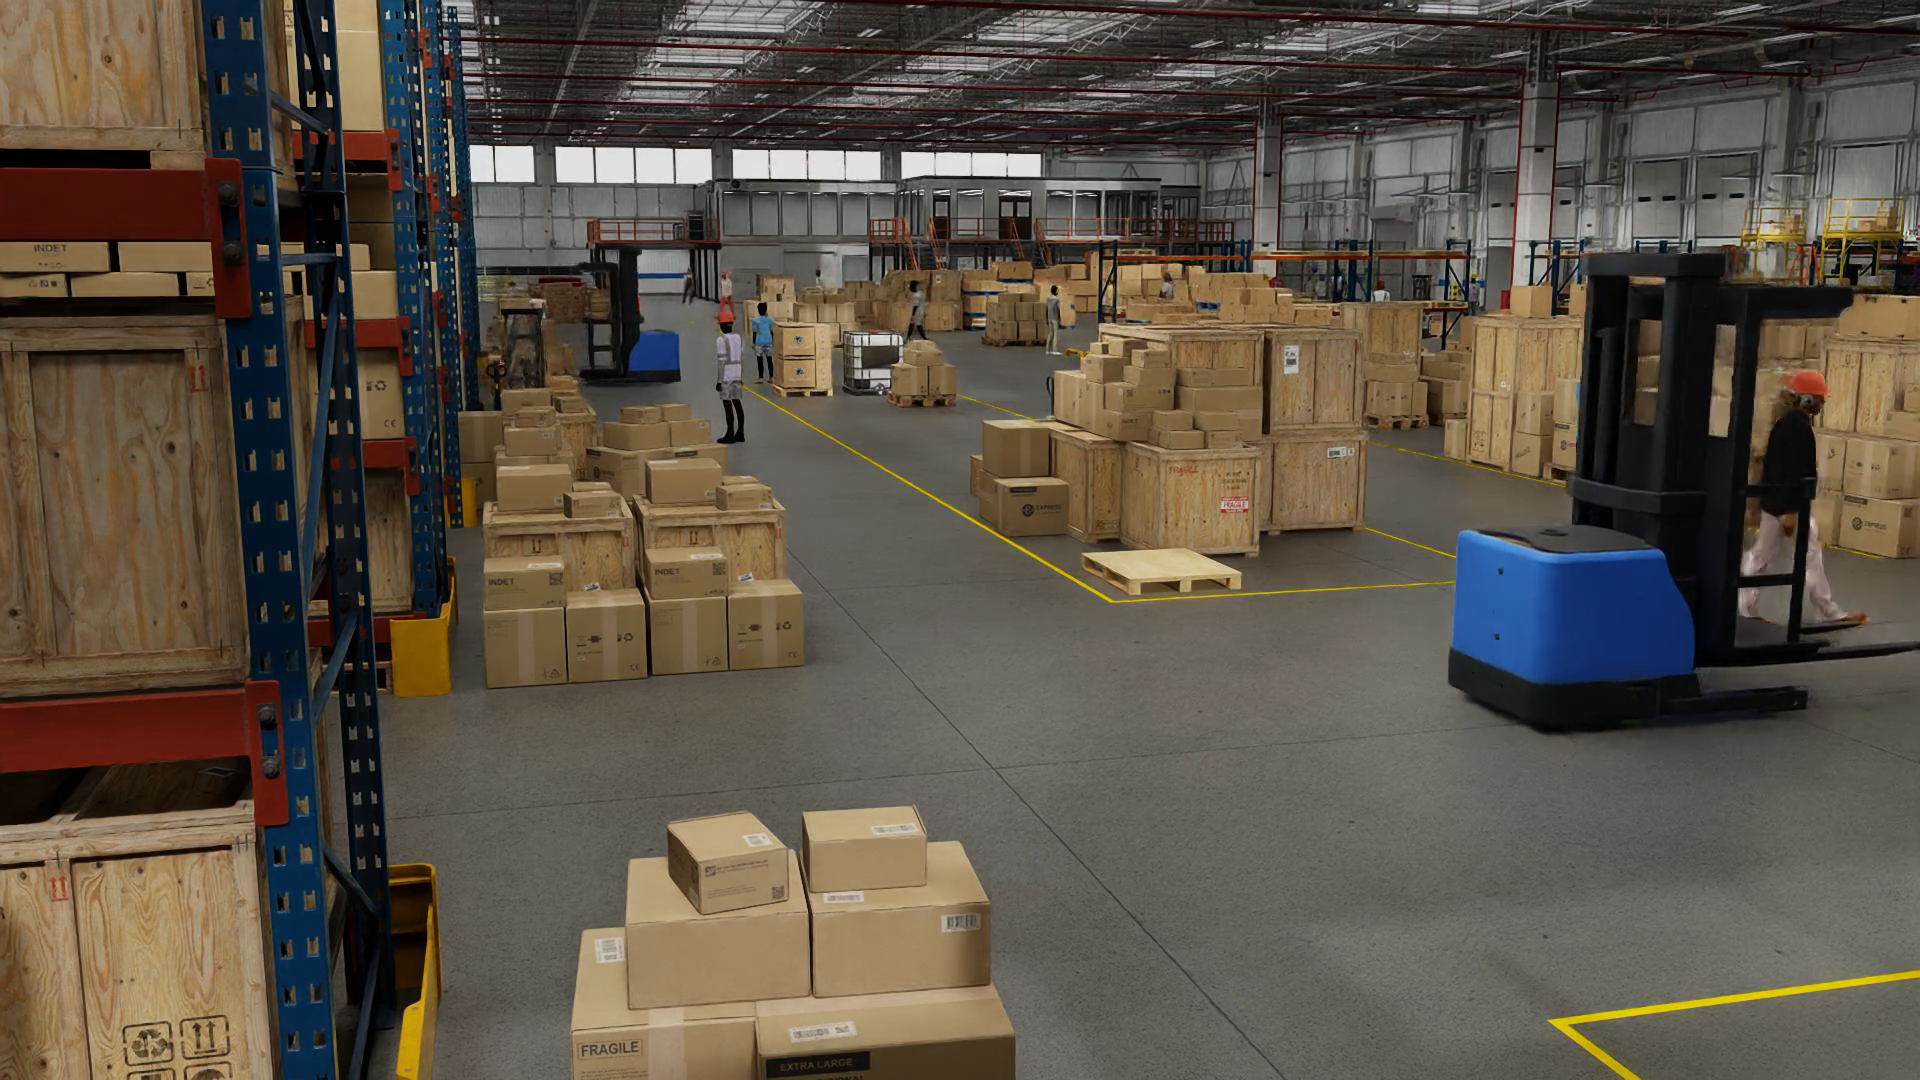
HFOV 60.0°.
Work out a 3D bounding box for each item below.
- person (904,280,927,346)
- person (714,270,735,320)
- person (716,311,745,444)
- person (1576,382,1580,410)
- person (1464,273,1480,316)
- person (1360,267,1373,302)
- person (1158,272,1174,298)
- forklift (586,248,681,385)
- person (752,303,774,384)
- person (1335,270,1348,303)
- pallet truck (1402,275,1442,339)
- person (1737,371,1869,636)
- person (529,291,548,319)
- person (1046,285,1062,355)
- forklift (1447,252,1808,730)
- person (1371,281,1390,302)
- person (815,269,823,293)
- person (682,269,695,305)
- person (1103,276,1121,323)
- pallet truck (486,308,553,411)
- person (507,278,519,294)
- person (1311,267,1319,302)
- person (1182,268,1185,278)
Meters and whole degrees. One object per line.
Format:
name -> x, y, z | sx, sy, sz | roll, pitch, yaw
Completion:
person -> -1.338, -6.491, 47.685 | 0.922, 1.902, 0.686 | -2, 10, -12
person -> -9.103, -9.476, 64.492 | 0.644, 1.937, 1.012 | 8, 13, 38
person -> -3.384, -2.376, 24.301 | 0.373, 1.933, 0.549 | 6, 12, 32
person -> 6.572, -1.047, 17.043 | 0.633, 1.841, 0.429 | -7, 12, -34
person -> 18.363, -8.598, 59.599 | 0.583, 1.918, 0.404 | -1, 10, -8
person -> 20.184, -12.625, 82.637 | 0.640, 1.830, 0.610 | -2, 10, -11
person -> 7.178, -8.237, 57.192 | 0.973, 2.000, 0.689 | 5, 11, 27
forklift -> -6.822, -4.654, 34.526 | 1.873, 2.768, 1.129 | -3, 10, -15
person -> -4.125, -4.119, 34.841 | 0.548, 1.694, 0.318 | -7, 12, -35
person -> 16.652, -10.891, 72.763 | 1.053, 1.852, 0.618 | -5, 11, -27
pallet truck -> 14.620, -7.324, 52.145 | 0.823, 1.965, 1.885 | 8, 13, 40
person -> 6.247, -0.259, 12.246 | 0.962, 1.951, 0.652 | 2, 10, 9
person -> -12.140, -6.378, 47.938 | 0.518, 1.592, 0.877 | -2, 10, -11
person -> 2.480, -5.829, 44.087 | 0.316, 1.859, 0.526 | -9, 13, -41
forklift -> 4.142, -0.364, 10.237 | 1.873, 2.768, 1.129 | -3, 10, -15
person -> 12.136, -6.555, 48.114 | 0.575, 1.884, 0.355 | 3, 11, 18
person -> -6.252, -11.262, 74.890 | 0.900, 1.853, 0.580 | -6, 12, -32
person -> -13.204, -12.308, 81.001 | 0.893, 1.773, 0.515 | 9, 13, 41
person -> 5.000, -7.695, 54.482 | 0.585, 1.910, 0.770 | 2, 10, 11
pallet truck -> -6.242, -2.418, 24.362 | 0.823, 1.965, 1.885 | 1, 10, 3
person -> -16.344, -8.739, 60.983 | 0.472, 1.701, 0.854 | -9, 14, -43
person -> 16.356, -11.620, 76.639 | 0.402, 1.938, 0.602 | 3, 10, 14
person -> 10.159, -11.513, 76.231 | 0.999, 1.862, 0.610 | -4, 11, -20
